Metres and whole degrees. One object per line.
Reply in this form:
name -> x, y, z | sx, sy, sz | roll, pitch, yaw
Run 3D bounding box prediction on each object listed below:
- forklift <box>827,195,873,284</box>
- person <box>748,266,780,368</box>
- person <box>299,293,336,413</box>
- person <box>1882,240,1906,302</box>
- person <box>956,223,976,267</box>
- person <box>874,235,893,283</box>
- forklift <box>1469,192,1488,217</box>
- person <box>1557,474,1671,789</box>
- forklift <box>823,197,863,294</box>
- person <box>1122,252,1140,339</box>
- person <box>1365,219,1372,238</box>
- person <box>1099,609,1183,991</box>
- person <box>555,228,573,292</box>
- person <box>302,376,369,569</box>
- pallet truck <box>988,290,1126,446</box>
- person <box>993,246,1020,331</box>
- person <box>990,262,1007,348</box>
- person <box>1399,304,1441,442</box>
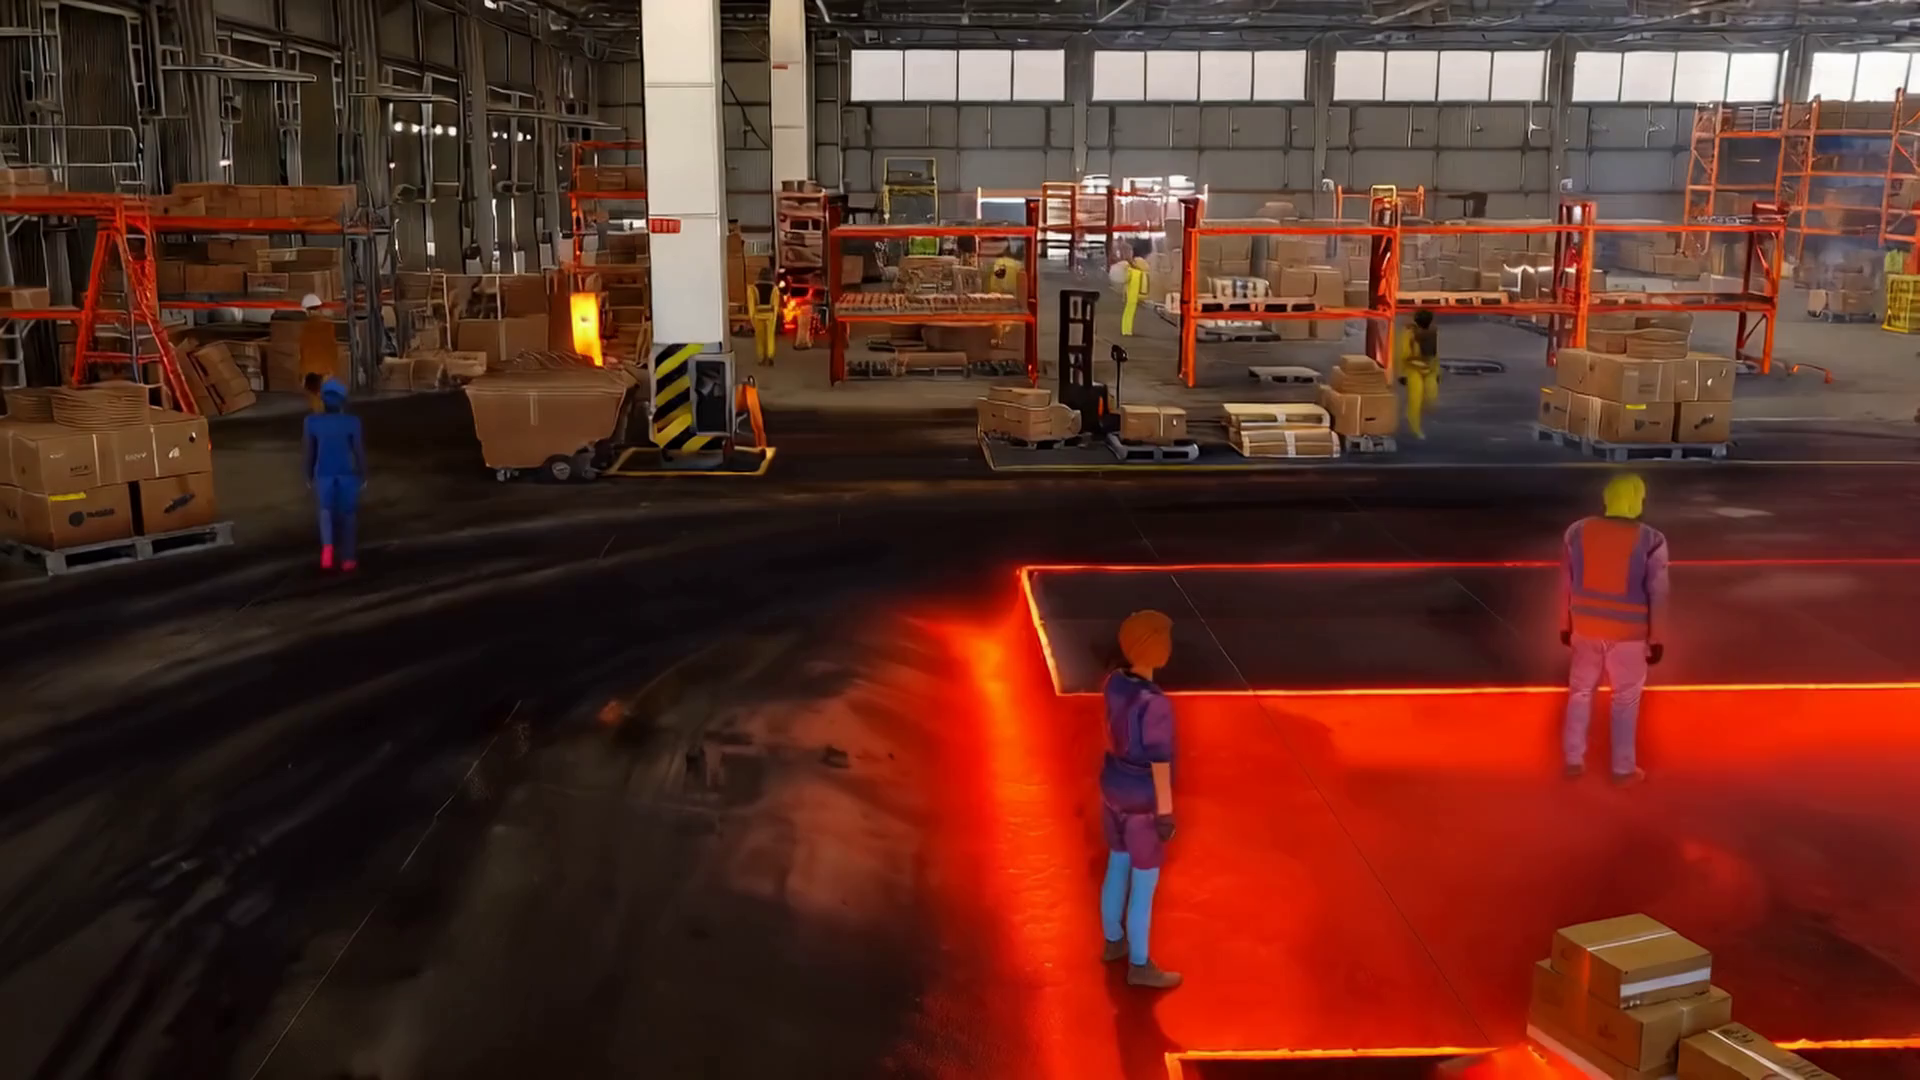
forklift -> -3.853, -9.485, 52.547 | 1.873, 2.768, 1.129 | -7, 14, -29
person -> -3.570, -4.063, 30.397 | 0.587, 1.864, 0.806 | -3, 13, -12
person -> -8.406, -2.224, 21.779 | 0.377, 1.995, 0.608 | 4, 13, 19
person -> 25.720, -7.399, 45.814 | 0.540, 1.698, 0.317 | 5, 13, 21
person -> 0.204, -9.181, 53.363 | 0.626, 1.915, 0.682 | 4, 13, 15
person -> -2.461, -9.007, 53.302 | 0.526, 1.590, 0.858 | -5, 13, -21
forklift -> 18.635, -11.137, 60.003 | 1.873, 2.768, 1.129 | 0, 12, -2
person -> 3.812, 0.527, 9.712 | 0.634, 1.839, 0.429 | 11, 16, 40
forklift -> -3.870, -8.636, 48.712 | 1.873, 2.768, 1.129 | -4, 13, -17
person -> 3.692, -5.267, 35.857 | 0.345, 1.846, 0.507 | 10, 16, 37
person -> 14.570, -10.527, 59.480 | 0.725, 1.892, 0.633 | 3, 13, 13
person -> 0.794, 1.131, 7.315 | 0.316, 1.696, 0.547 | -5, 13, -20
person -> -11.837, -8.357, 49.677 | 0.572, 1.911, 0.413 | 3, 13, 13
person -> -5.594, -0.591, 14.932 | 0.552, 1.753, 0.393 | -3, 13, -13
pallet truck -> 1.257, -2.299, 22.111 | 1.885, 1.965, 0.823 | -9, 15, -35
person -> 1.031, -5.649, 37.451 | 0.636, 1.915, 0.833 | 5, 13, 21
person -> 0.810, -4.809, 34.028 | 0.325, 1.740, 0.492 | 5, 14, 23
person -> 6.124, -2.237, 22.211 | 0.646, 1.830, 0.533 | -5, 14, -23
